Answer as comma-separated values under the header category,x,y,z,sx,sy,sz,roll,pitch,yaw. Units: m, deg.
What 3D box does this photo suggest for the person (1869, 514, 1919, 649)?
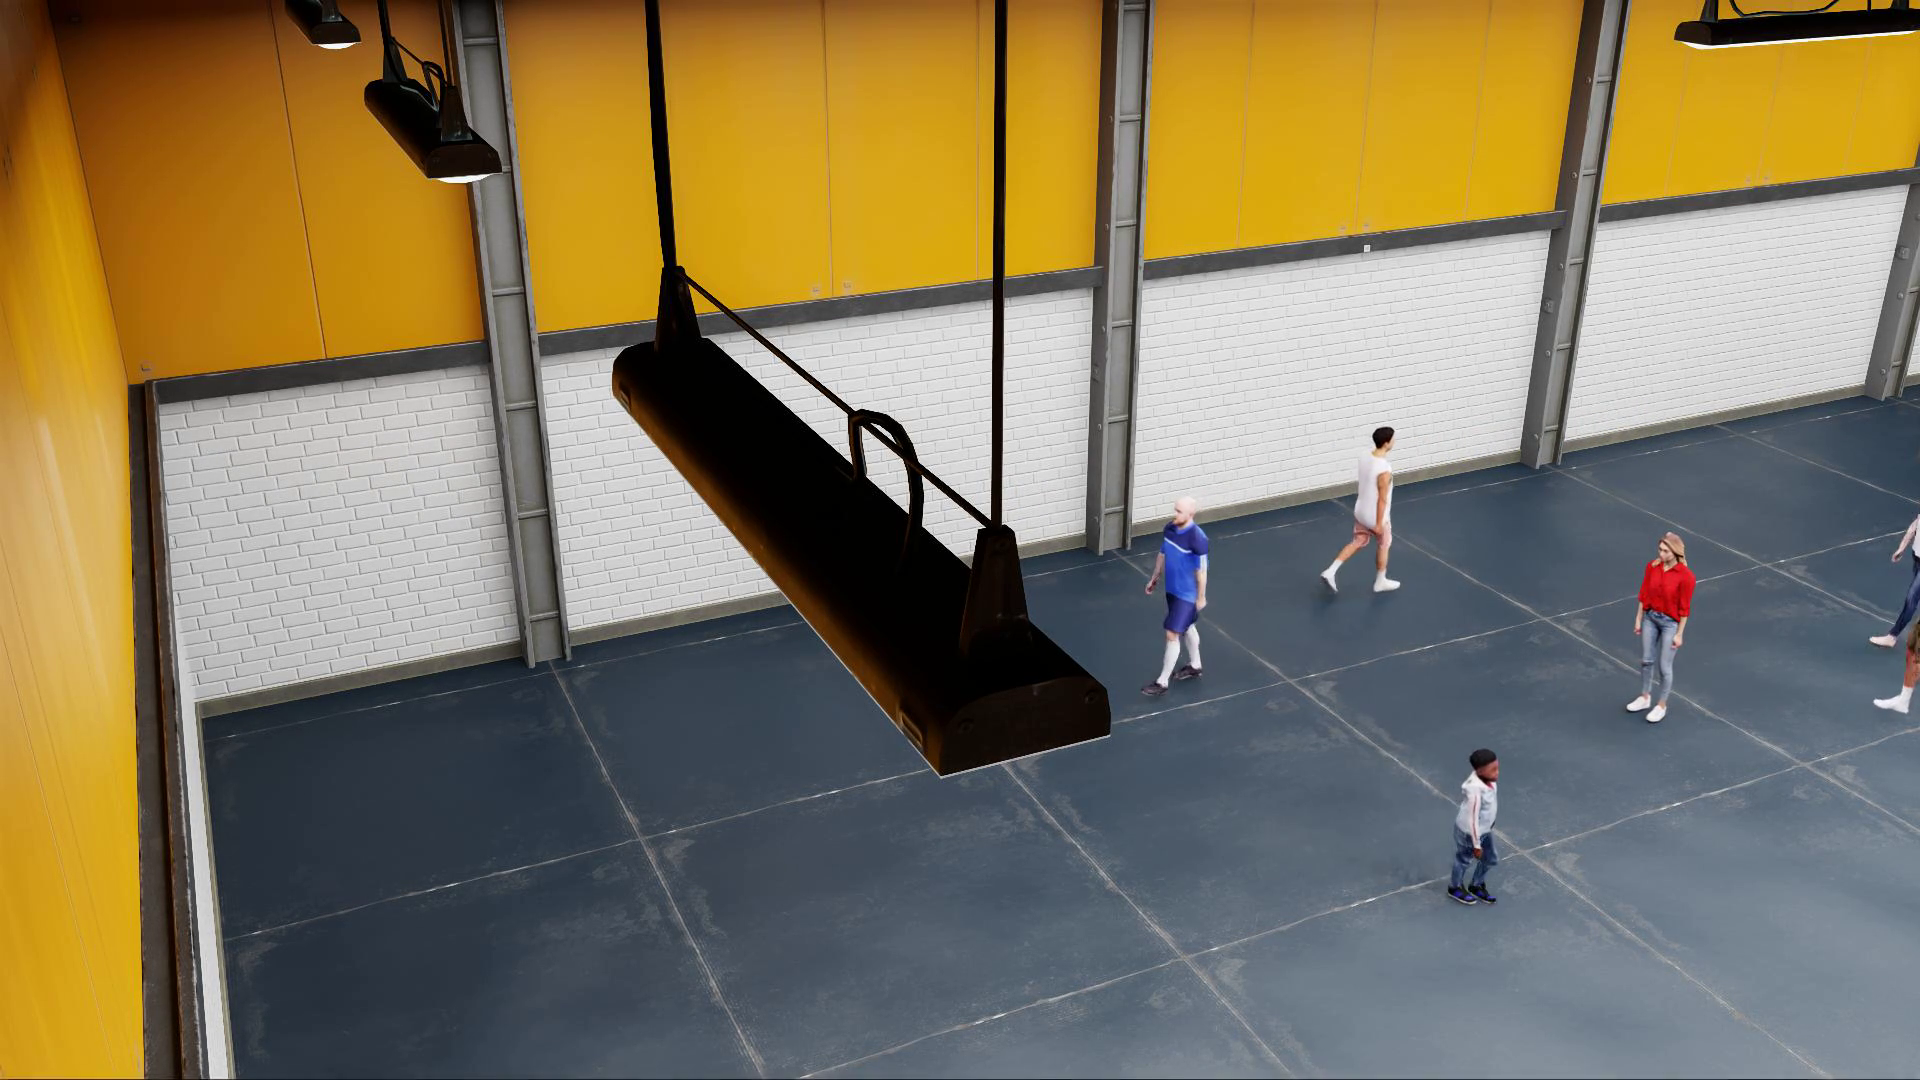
category,x,y,z,sx,sy,sz,roll,pitch,yaw
person,9.064,0.200,15.410,1.063,1.704,0.814,-1,24,-2

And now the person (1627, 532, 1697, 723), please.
category,x,y,z,sx,sy,sz,roll,pitch,yaw
person,6.008,0.726,14.212,0.608,1.699,0.669,-17,29,-34

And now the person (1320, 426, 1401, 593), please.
category,x,y,z,sx,sy,sz,roll,pitch,yaw
person,3.982,-0.264,16.400,1.082,1.760,0.664,-9,25,-20

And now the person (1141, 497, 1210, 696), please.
category,x,y,z,sx,sy,sz,roll,pitch,yaw
person,2.040,0.451,14.702,0.953,1.810,0.665,-10,26,-22

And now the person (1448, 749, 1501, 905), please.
category,x,y,z,sx,sy,sz,roll,pitch,yaw
person,3.605,2.019,11.820,0.652,1.246,0.596,19,30,36
